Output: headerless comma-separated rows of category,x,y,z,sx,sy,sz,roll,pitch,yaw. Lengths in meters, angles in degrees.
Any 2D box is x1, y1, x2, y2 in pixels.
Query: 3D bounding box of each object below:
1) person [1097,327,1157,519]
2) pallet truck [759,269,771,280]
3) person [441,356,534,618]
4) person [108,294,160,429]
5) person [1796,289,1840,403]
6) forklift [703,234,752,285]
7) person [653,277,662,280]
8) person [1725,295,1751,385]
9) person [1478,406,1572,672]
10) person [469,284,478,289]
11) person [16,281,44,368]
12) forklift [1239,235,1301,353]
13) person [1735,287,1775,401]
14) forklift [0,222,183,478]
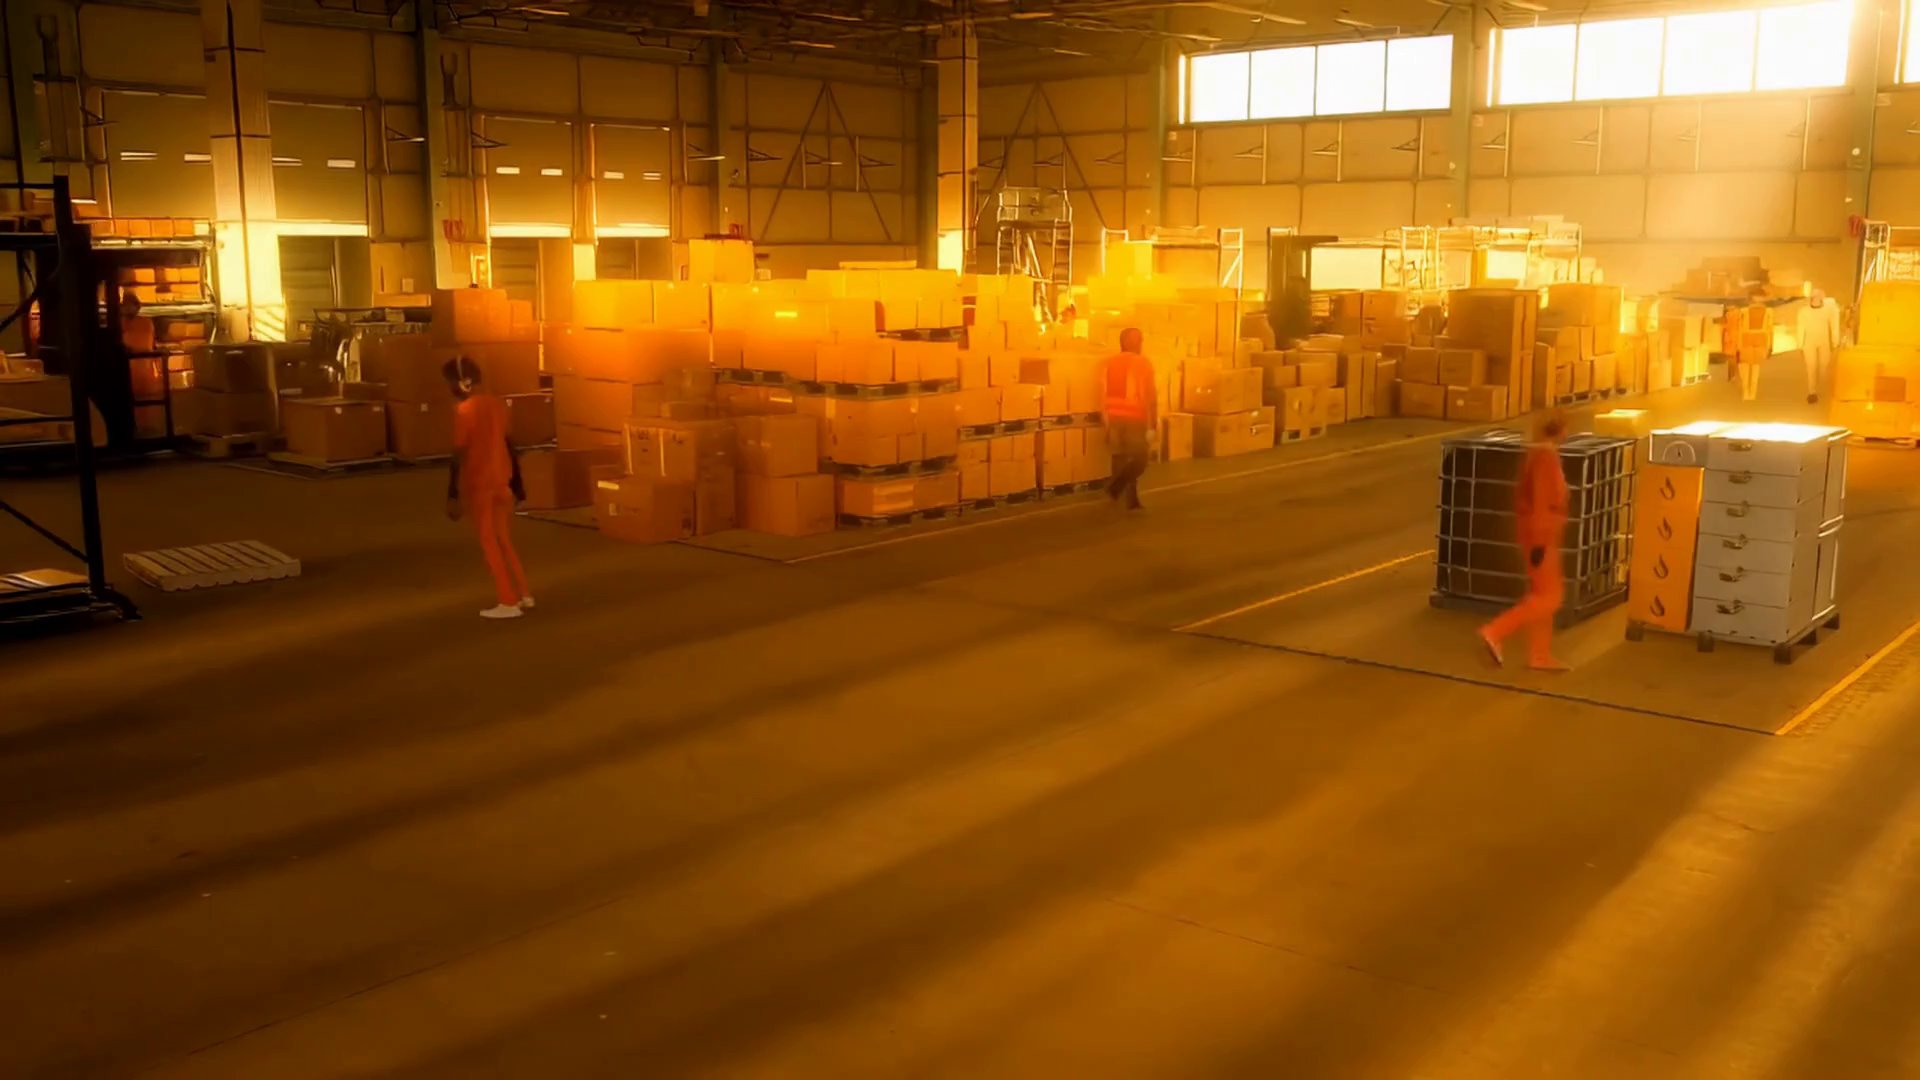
person,1.542,-1.081,15.553,0.711,1.820,0.626,-7,12,-36
pallet truck,-4.996,-6.432,45.525,1.885,1.965,0.823,-6,12,-32
person,-3.236,-0.344,11.356,0.372,1.821,0.602,5,11,28
person,-11.049,-2.327,22.325,0.373,1.940,0.629,6,12,31
person,14.221,-3.221,27.629,0.646,1.871,1.071,3,11,19
forklift,-4.728,-4.855,34.035,1.129,2.768,1.873,2,10,12
person,-6.520,-4.725,36.017,0.634,1.930,0.384,-5,11,-26
person,14.540,-3.717,30.977,0.536,1.685,0.382,5,11,26
person,3.429,0.006,9.935,0.459,1.625,0.526,3,10,16
person,-12.310,-5.677,42.208,0.888,1.647,0.546,-6,12,-30
person,-17.769,-4.013,31.976,0.611,1.912,0.500,2,10,9
forklift,7.021,-5.217,36.096,1.873,2.768,1.129,7,12,36
person,13.307,-3.282,27.864,0.552,1.908,0.890,4,11,24
forklift,-10.154,-2.204,18.941,1.129,2.768,1.873,8,13,40
